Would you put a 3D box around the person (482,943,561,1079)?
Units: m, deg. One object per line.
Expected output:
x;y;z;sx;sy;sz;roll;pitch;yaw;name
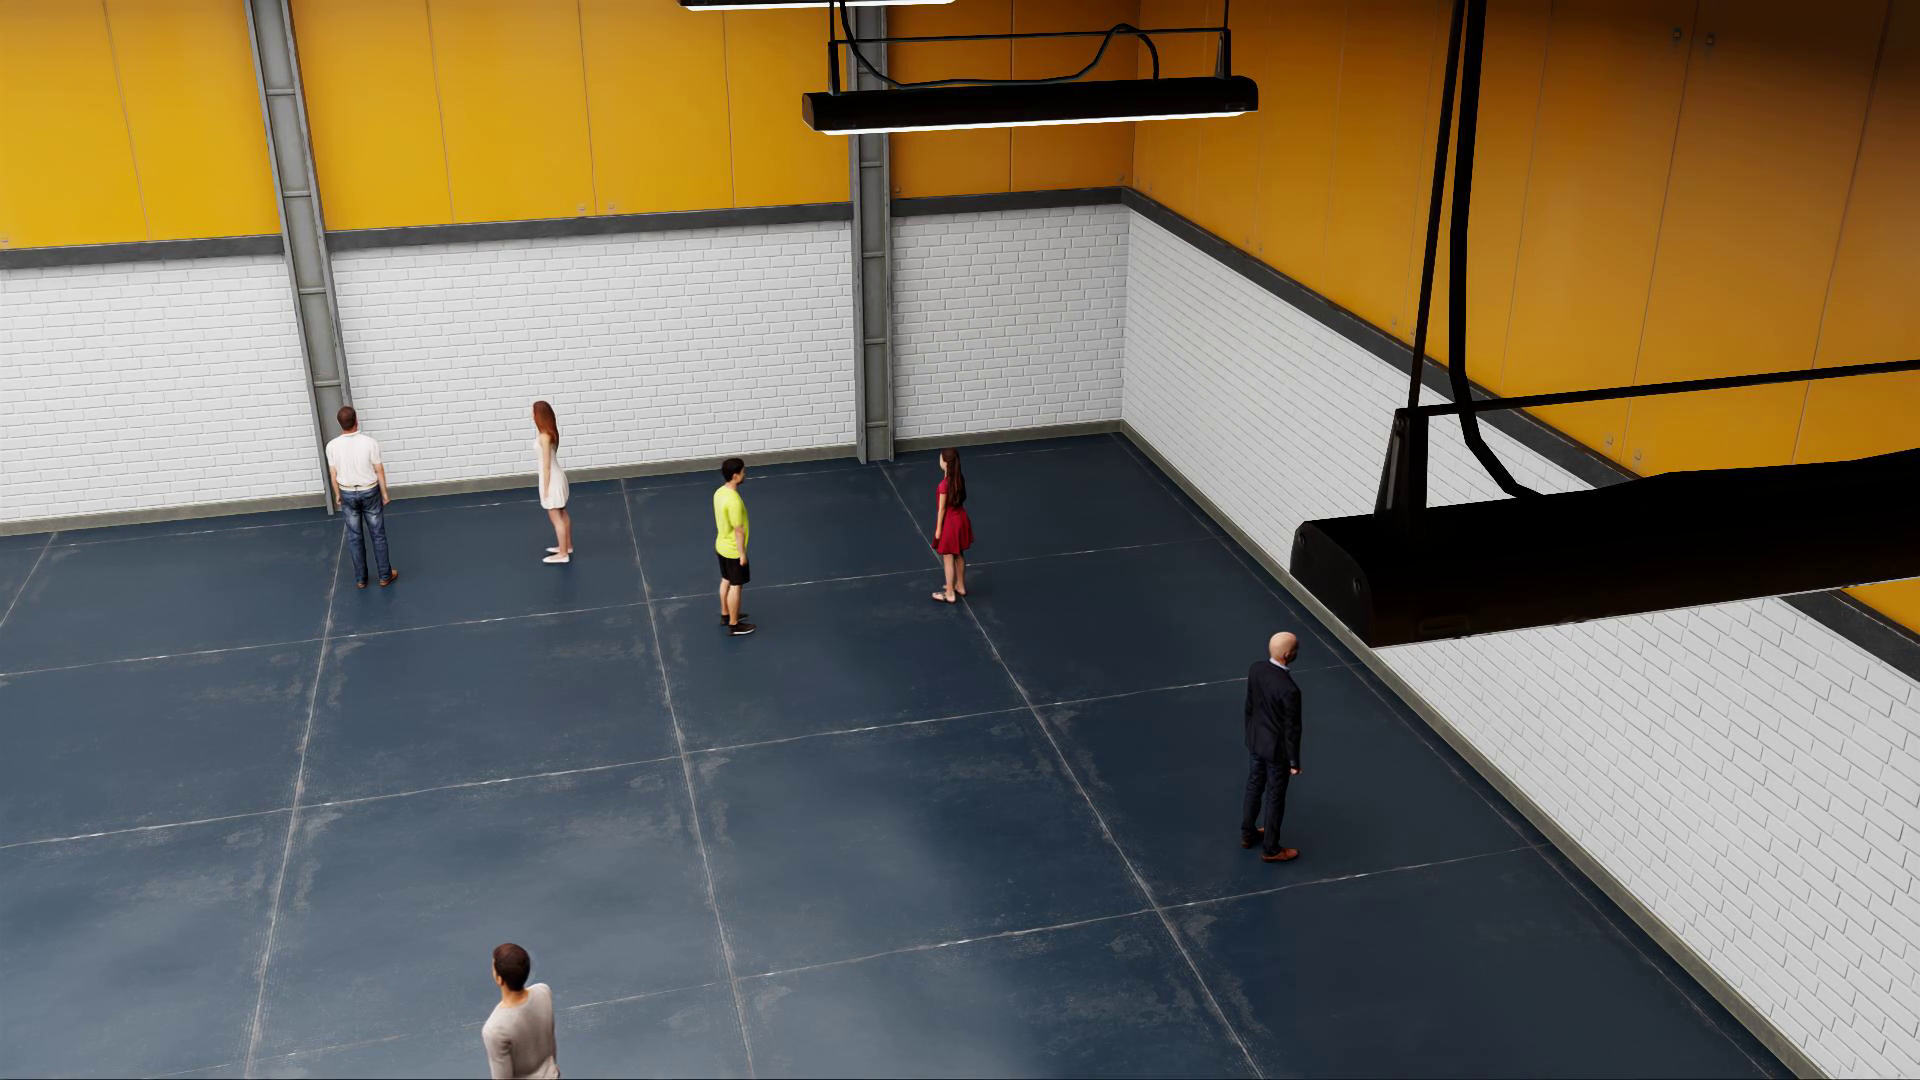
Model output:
-2.251;2.904;8.698;0.777;1.865;0.740;11;26;23;person

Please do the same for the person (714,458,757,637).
-2.127;0.052;15.426;0.608;1.704;0.663;-12;26;-25;person

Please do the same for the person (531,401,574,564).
-4.139;-0.603;16.913;0.574;1.711;0.602;-2;24;-4;person

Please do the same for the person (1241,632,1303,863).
2.256;1.479;12.043;0.665;1.798;0.747;-13;27;-27;person

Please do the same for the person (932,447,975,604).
-0.073;-0.159;16.098;0.744;1.551;0.684;14;27;29;person

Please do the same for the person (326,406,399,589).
-5.890;-0.426;16.327;0.529;1.856;0.733;-4;24;-9;person
